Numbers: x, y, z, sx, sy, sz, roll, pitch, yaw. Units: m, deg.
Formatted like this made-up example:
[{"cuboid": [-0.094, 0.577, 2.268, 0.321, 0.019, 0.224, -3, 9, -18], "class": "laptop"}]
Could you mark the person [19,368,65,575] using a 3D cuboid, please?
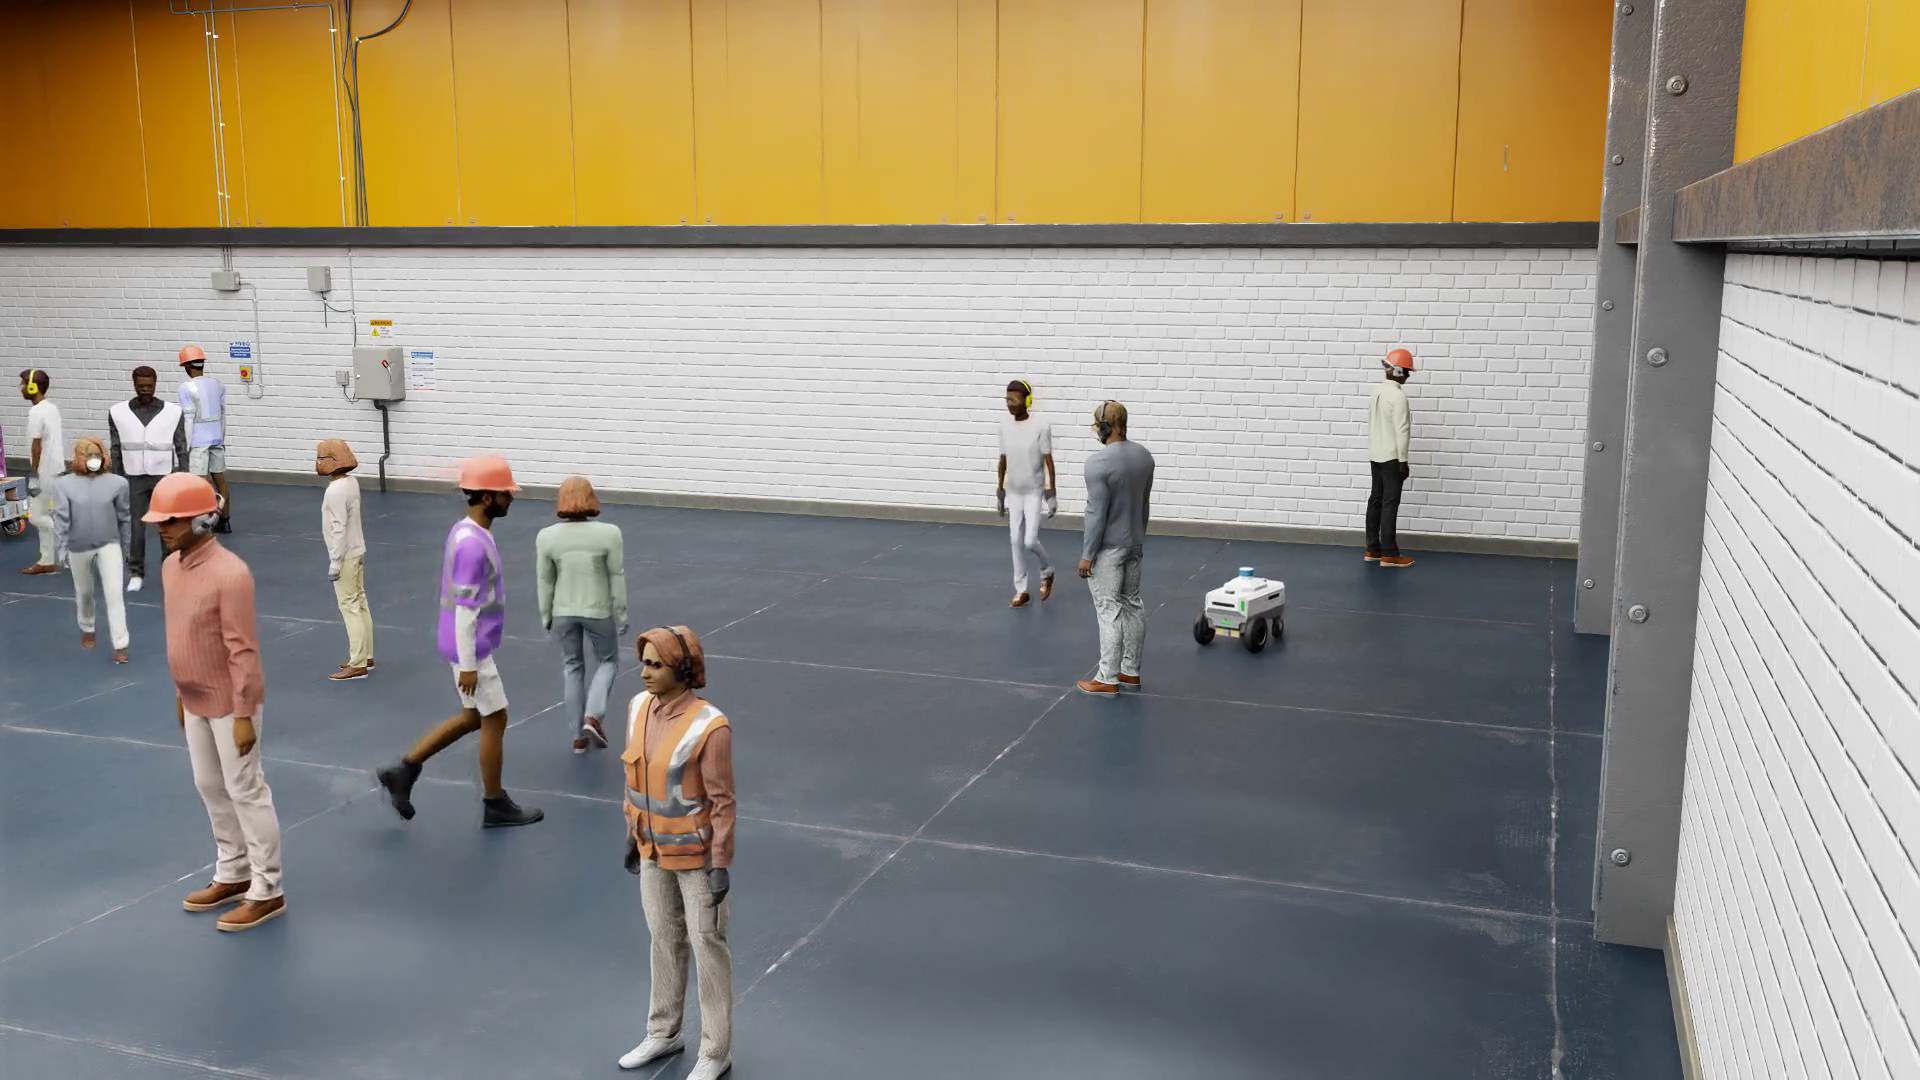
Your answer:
[{"cuboid": [-8.036, -0.590, 14.678, 0.605, 1.853, 0.546, -3, 10, -15], "class": "person"}]

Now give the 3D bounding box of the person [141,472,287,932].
[{"cuboid": [-3.213, 0.689, 7.128, 0.638, 1.981, 0.428, 8, 13, 38], "class": "person"}]

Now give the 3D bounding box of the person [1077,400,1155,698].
[{"cuboid": [0.998, 0.057, 10.802, 0.373, 1.935, 0.628, 9, 13, 41], "class": "person"}]

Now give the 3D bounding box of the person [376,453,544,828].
[{"cuboid": [-2.524, 0.521, 8.274, 0.739, 1.914, 0.554, -3, 10, -16], "class": "person"}]

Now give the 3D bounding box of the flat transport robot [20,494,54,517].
[{"cuboid": [-9.816, -0.456, 18.370, 0.652, 0.197, 1.431, -2, 10, -11], "class": "flat transport robot"}]

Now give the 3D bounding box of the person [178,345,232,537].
[{"cuboid": [-7.615, -0.986, 16.696, 0.374, 1.927, 0.542, 4, 11, 22], "class": "person"}]

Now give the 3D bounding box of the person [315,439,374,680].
[{"cuboid": [-4.165, 0.127, 11.249, 0.266, 1.631, 0.507, -1, 10, -6], "class": "person"}]

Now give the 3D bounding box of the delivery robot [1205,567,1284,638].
[{"cuboid": [2.101, 0.445, 12.234, 0.477, 0.478, 0.707, 7, 12, 36], "class": "delivery robot"}]

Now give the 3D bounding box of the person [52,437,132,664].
[{"cuboid": [-6.151, 0.046, 11.823, 0.502, 1.589, 0.879, -6, 12, -29], "class": "person"}]

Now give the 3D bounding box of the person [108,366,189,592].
[{"cuboid": [-6.879, -0.529, 14.149, 0.600, 1.917, 0.409, -4, 11, -21], "class": "person"}]

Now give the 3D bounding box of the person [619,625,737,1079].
[{"cuboid": [-0.976, 1.094, 5.784, 0.514, 1.642, 0.314, 8, 13, 39], "class": "person"}]

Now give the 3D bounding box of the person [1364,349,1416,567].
[{"cuboid": [3.950, -0.755, 15.226, 0.395, 1.985, 0.608, -2, 10, -13], "class": "person"}]

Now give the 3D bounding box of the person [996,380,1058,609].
[{"cuboid": [0.548, -0.369, 13.396, 0.569, 1.860, 0.435, 6, 12, 32], "class": "person"}]

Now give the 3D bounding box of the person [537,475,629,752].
[{"cuboid": [-2.166, 0.435, 9.547, 0.517, 1.616, 0.394, 0, 10, 0], "class": "person"}]
